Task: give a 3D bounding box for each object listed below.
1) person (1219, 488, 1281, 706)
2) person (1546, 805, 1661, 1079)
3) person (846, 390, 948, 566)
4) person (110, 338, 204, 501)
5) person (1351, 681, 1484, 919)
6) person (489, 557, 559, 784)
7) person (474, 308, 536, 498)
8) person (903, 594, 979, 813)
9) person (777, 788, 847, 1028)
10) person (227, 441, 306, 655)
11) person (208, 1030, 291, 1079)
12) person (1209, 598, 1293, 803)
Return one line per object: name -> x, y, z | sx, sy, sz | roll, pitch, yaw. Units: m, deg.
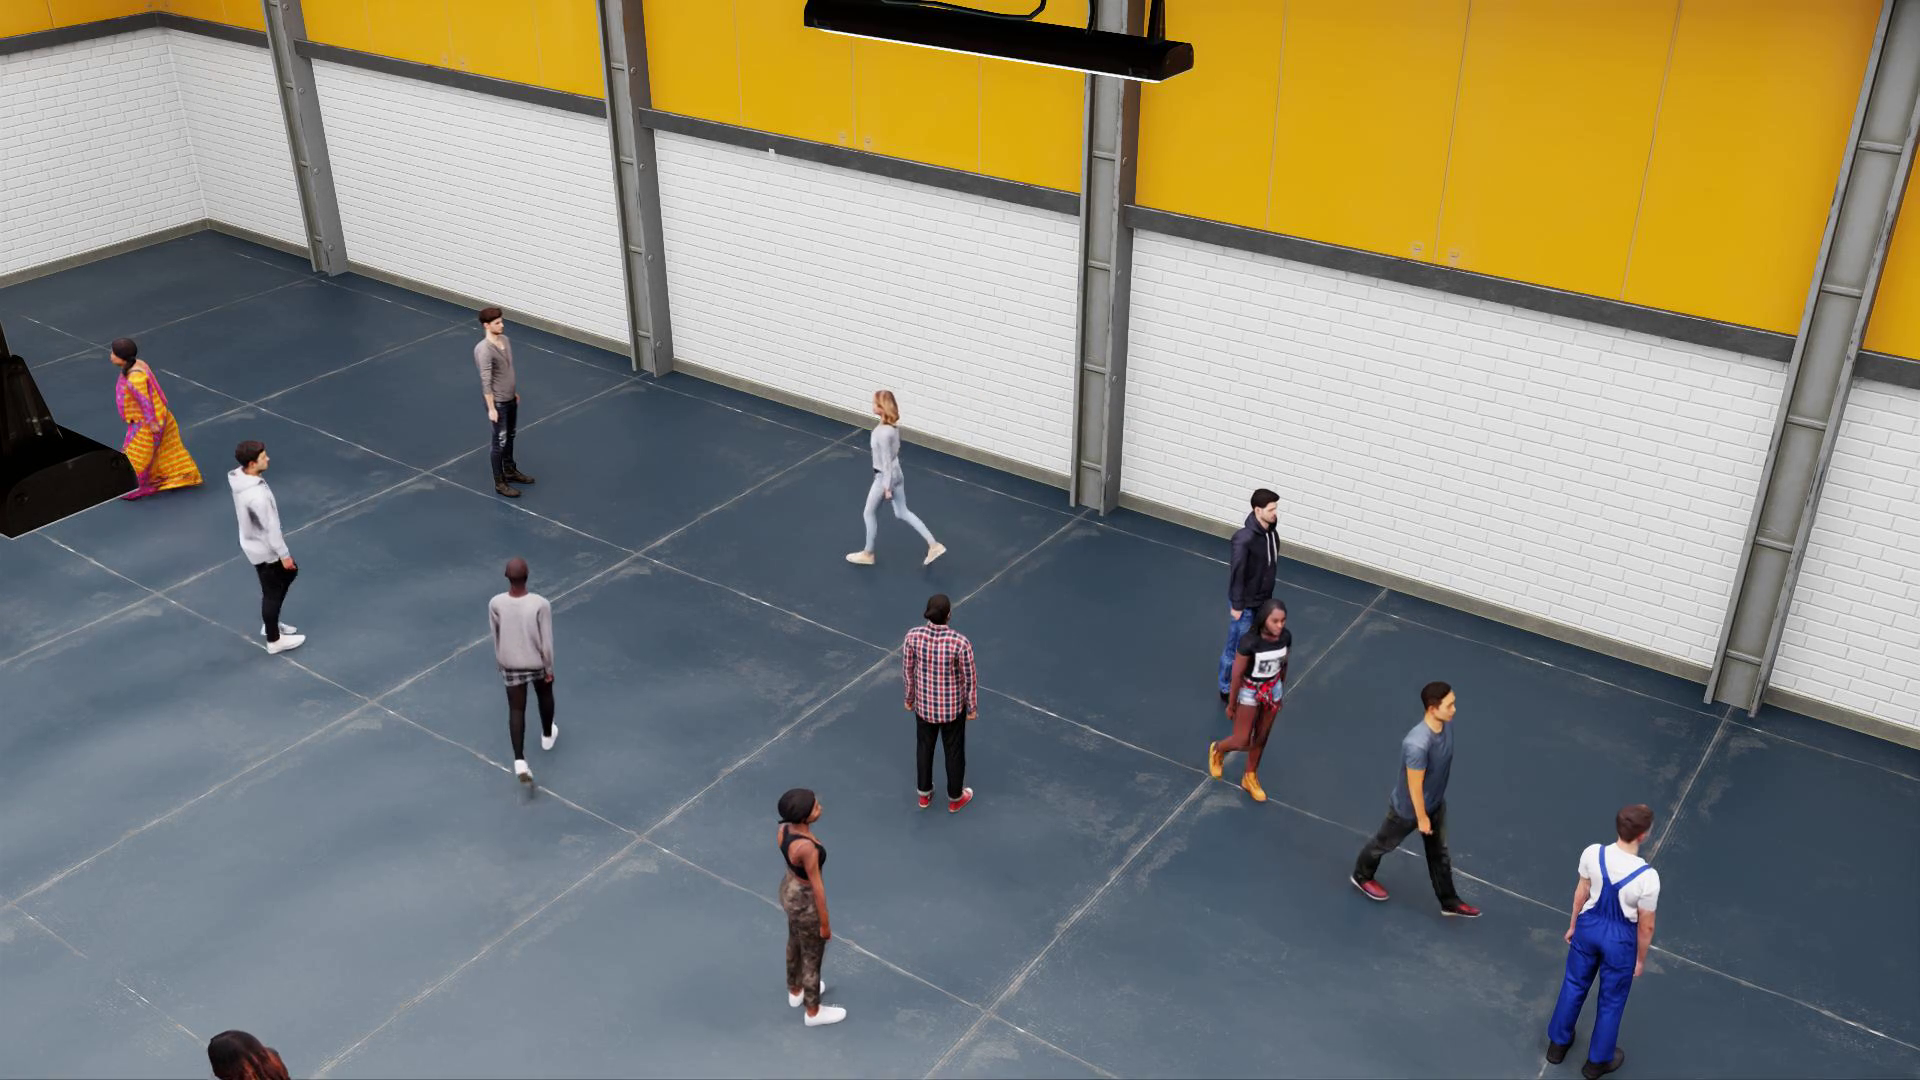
person -> 2.268, 0.429, 13.034 | 0.586, 1.892, 0.686 | 22, 35, 34
person -> 3.734, 2.311, 9.630 | 0.554, 1.848, 0.717 | 24, 37, 37
person -> -0.560, -0.520, 14.910 | 1.239, 1.762, 0.913 | 6, 29, 10
person -> -7.922, -1.220, 16.313 | 1.086, 1.647, 1.130 | -10, 30, -17
person -> 2.900, 1.672, 10.878 | 1.153, 1.775, 0.766 | 25, 37, 38
person -> -3.213, 0.958, 12.214 | 1.126, 1.749, 1.120 | -2, 29, -3
person -> -4.519, -1.382, 16.343 | 0.711, 1.903, 0.756 | 6, 29, 11
person -> -0.144, 1.151, 11.848 | 0.647, 1.761, 0.829 | 7, 29, 13
person -> -0.943, 2.189, 10.006 | 0.715, 1.702, 0.607 | -15, 32, -26
person -> -5.803, 0.089, 13.635 | 0.863, 1.914, 0.719 | -19, 34, -30
person -> -3.467, 3.091, 8.427 | 0.762, 1.631, 0.760 | 2, 29, 4
person -> 2.093, 1.105, 11.989 | 0.790, 1.706, 0.898 | -13, 31, -23
